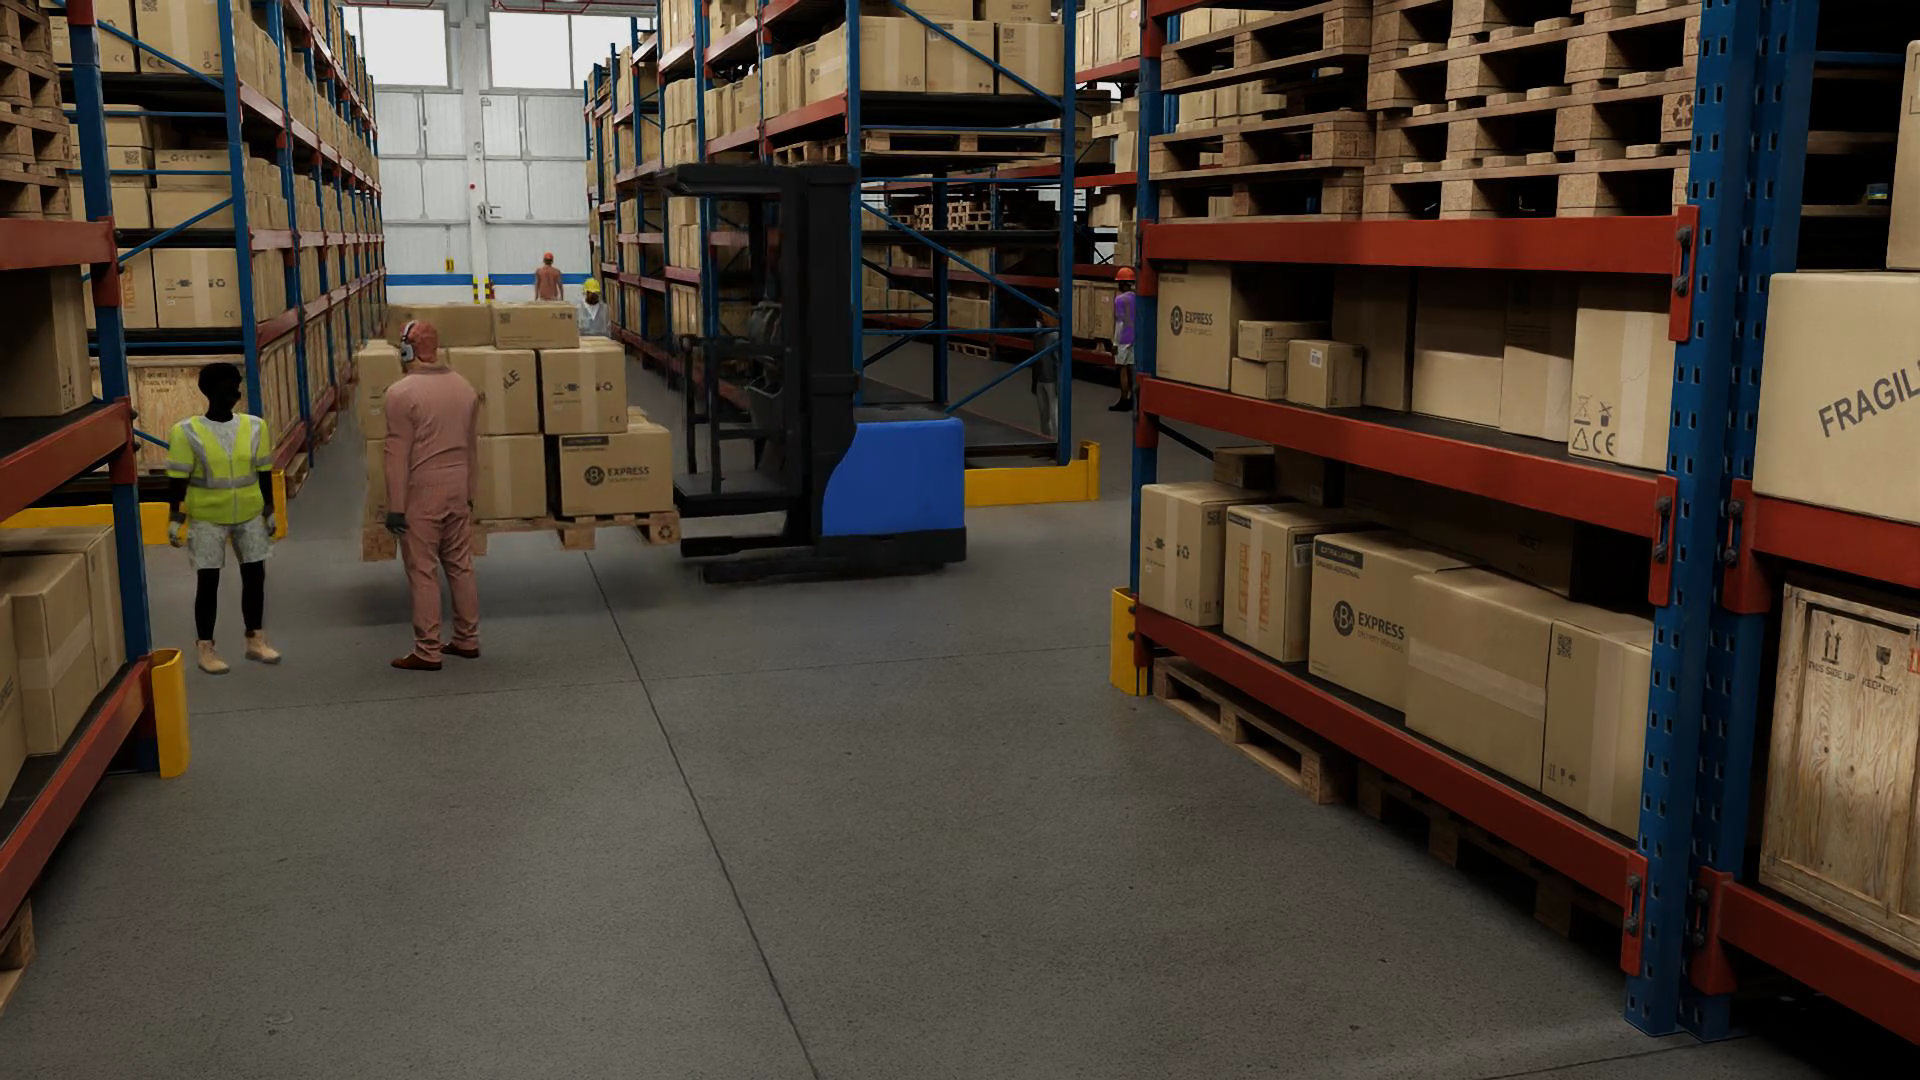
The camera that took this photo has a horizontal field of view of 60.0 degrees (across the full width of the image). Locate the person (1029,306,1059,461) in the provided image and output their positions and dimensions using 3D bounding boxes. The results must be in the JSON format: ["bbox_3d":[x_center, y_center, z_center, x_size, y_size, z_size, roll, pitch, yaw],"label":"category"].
[{"bbox_3d":[0.923,-1.647,17.551,0.289,1.627,0.498,-7,12,-33],"label":"person"}]

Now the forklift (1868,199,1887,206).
[{"bbox_3d":[11.338,-2.915,21.052,1.129,2.768,1.873,-3,11,-17],"label":"forklift"}]

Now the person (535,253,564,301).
[{"bbox_3d":[-9.672,-5.782,39.250,0.666,1.970,0.717,-1,10,-8],"label":"person"}]

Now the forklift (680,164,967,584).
[{"bbox_3d":[-0.979,-1.205,11.673,1.873,2.768,1.129,-3,11,-18],"label":"forklift"}]

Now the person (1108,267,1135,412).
[{"bbox_3d":[2.225,-2.701,22.460,0.356,1.937,0.552,8,13,38],"label":"person"}]

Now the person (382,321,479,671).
[{"bbox_3d":[-2.911,-0.243,9.105,0.398,1.899,0.647,5,11,24],"label":"person"}]

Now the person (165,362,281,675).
[{"bbox_3d":[-3.994,-0.118,8.982,0.605,1.692,0.322,-10,14,-43],"label":"person"}]

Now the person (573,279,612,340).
[{"bbox_3d":[-4.936,-2.599,22.331,0.595,1.780,0.941,-4,11,-23],"label":"person"}]
